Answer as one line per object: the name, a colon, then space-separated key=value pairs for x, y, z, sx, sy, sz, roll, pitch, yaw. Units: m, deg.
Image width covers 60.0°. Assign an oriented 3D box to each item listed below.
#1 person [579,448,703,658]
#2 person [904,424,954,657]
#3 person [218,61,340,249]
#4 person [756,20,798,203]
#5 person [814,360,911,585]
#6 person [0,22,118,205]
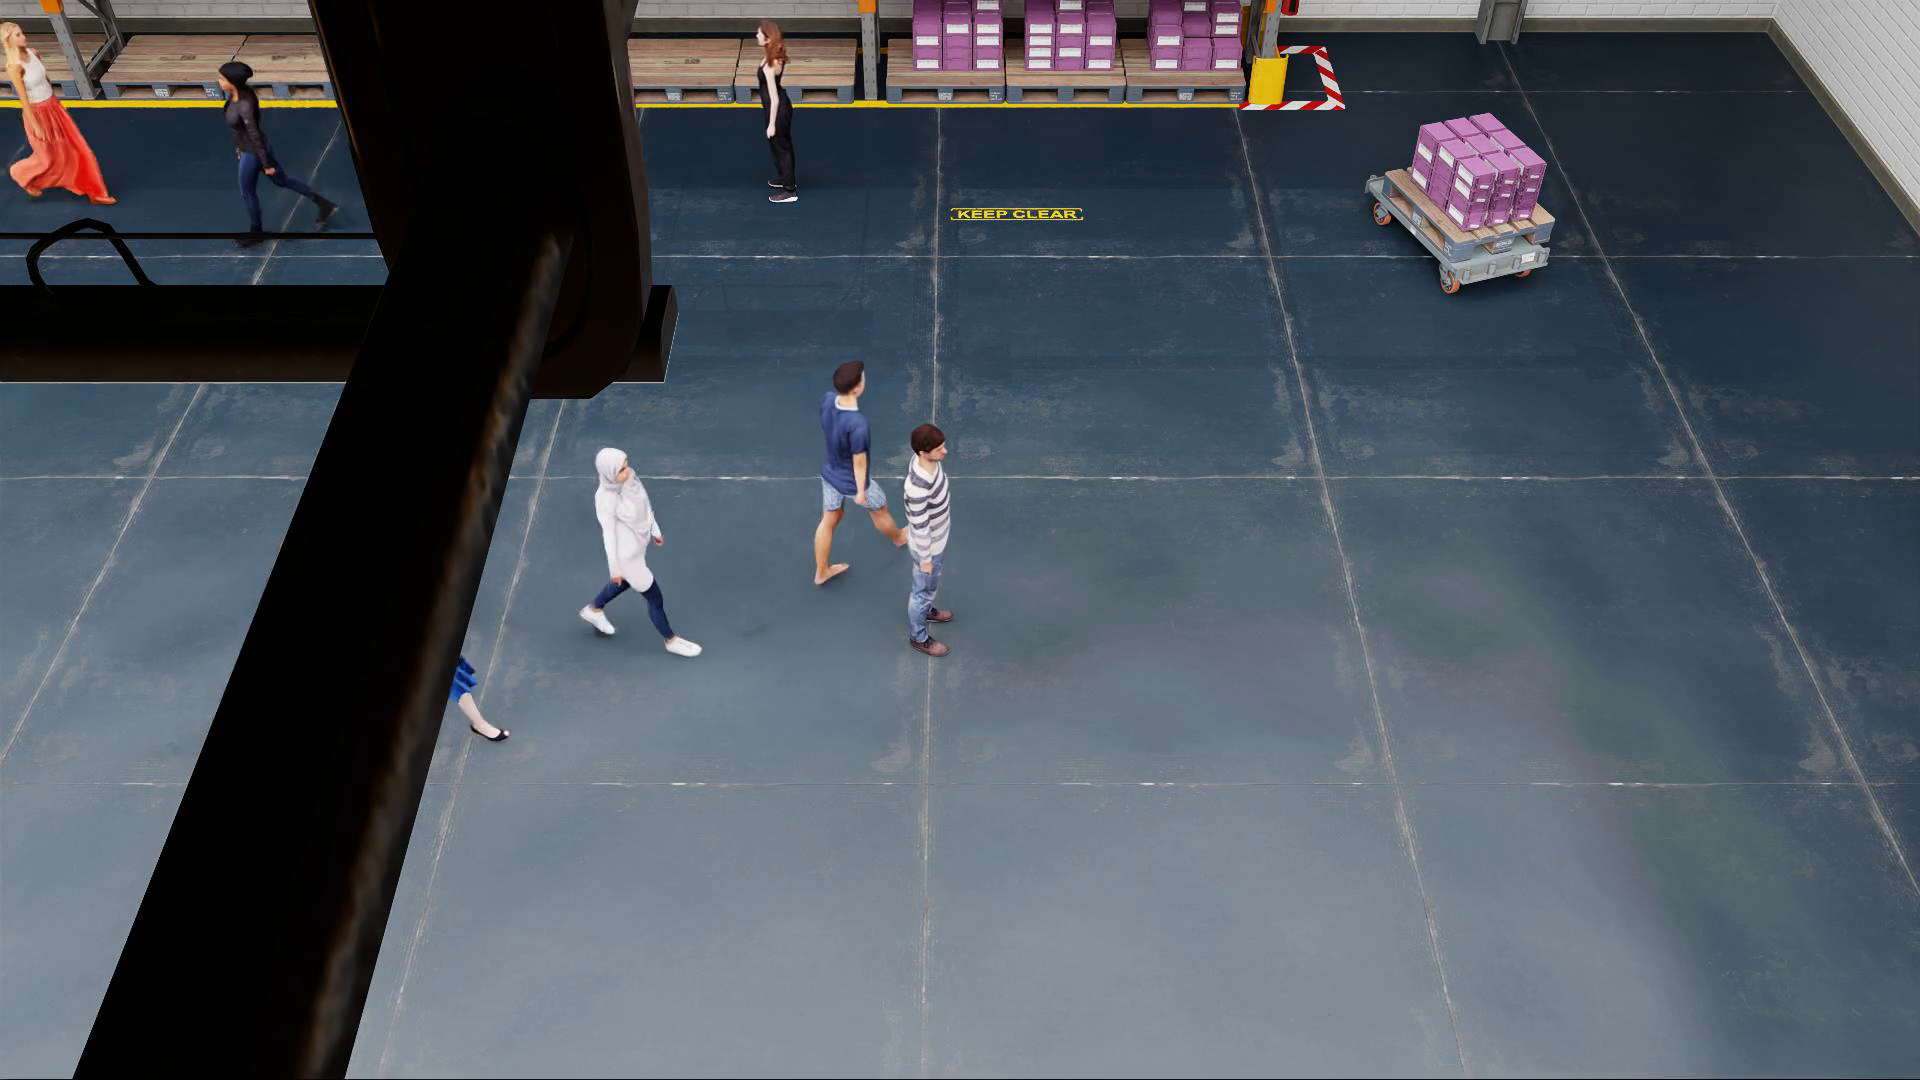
person: x=-2.246 y=0.066 z=10.932 sx=1.193 sy=1.744 sz=0.834 roll=9 pitch=44 yaw=10
person: x=-0.220 y=-0.034 z=10.957 sx=0.557 sy=1.853 sz=0.675 roll=5 pitch=44 yaw=5
person: x=-6.063 y=-3.398 z=14.595 sx=1.212 sy=1.706 sz=0.888 roll=-14 pitch=45 yaw=-14
person: x=-1.652 y=-3.892 z=15.084 sx=0.508 sy=1.746 sz=0.574 roll=-1 pitch=44 yaw=-1
person: x=-0.843 y=-0.404 z=11.387 sx=1.182 sy=1.796 sz=1.101 roll=-33 pitch=53 yaw=-30
person: x=-8.313 y=-3.797 z=14.962 sx=1.125 sy=1.778 sz=0.696 roll=4 pitch=44 yaw=4
